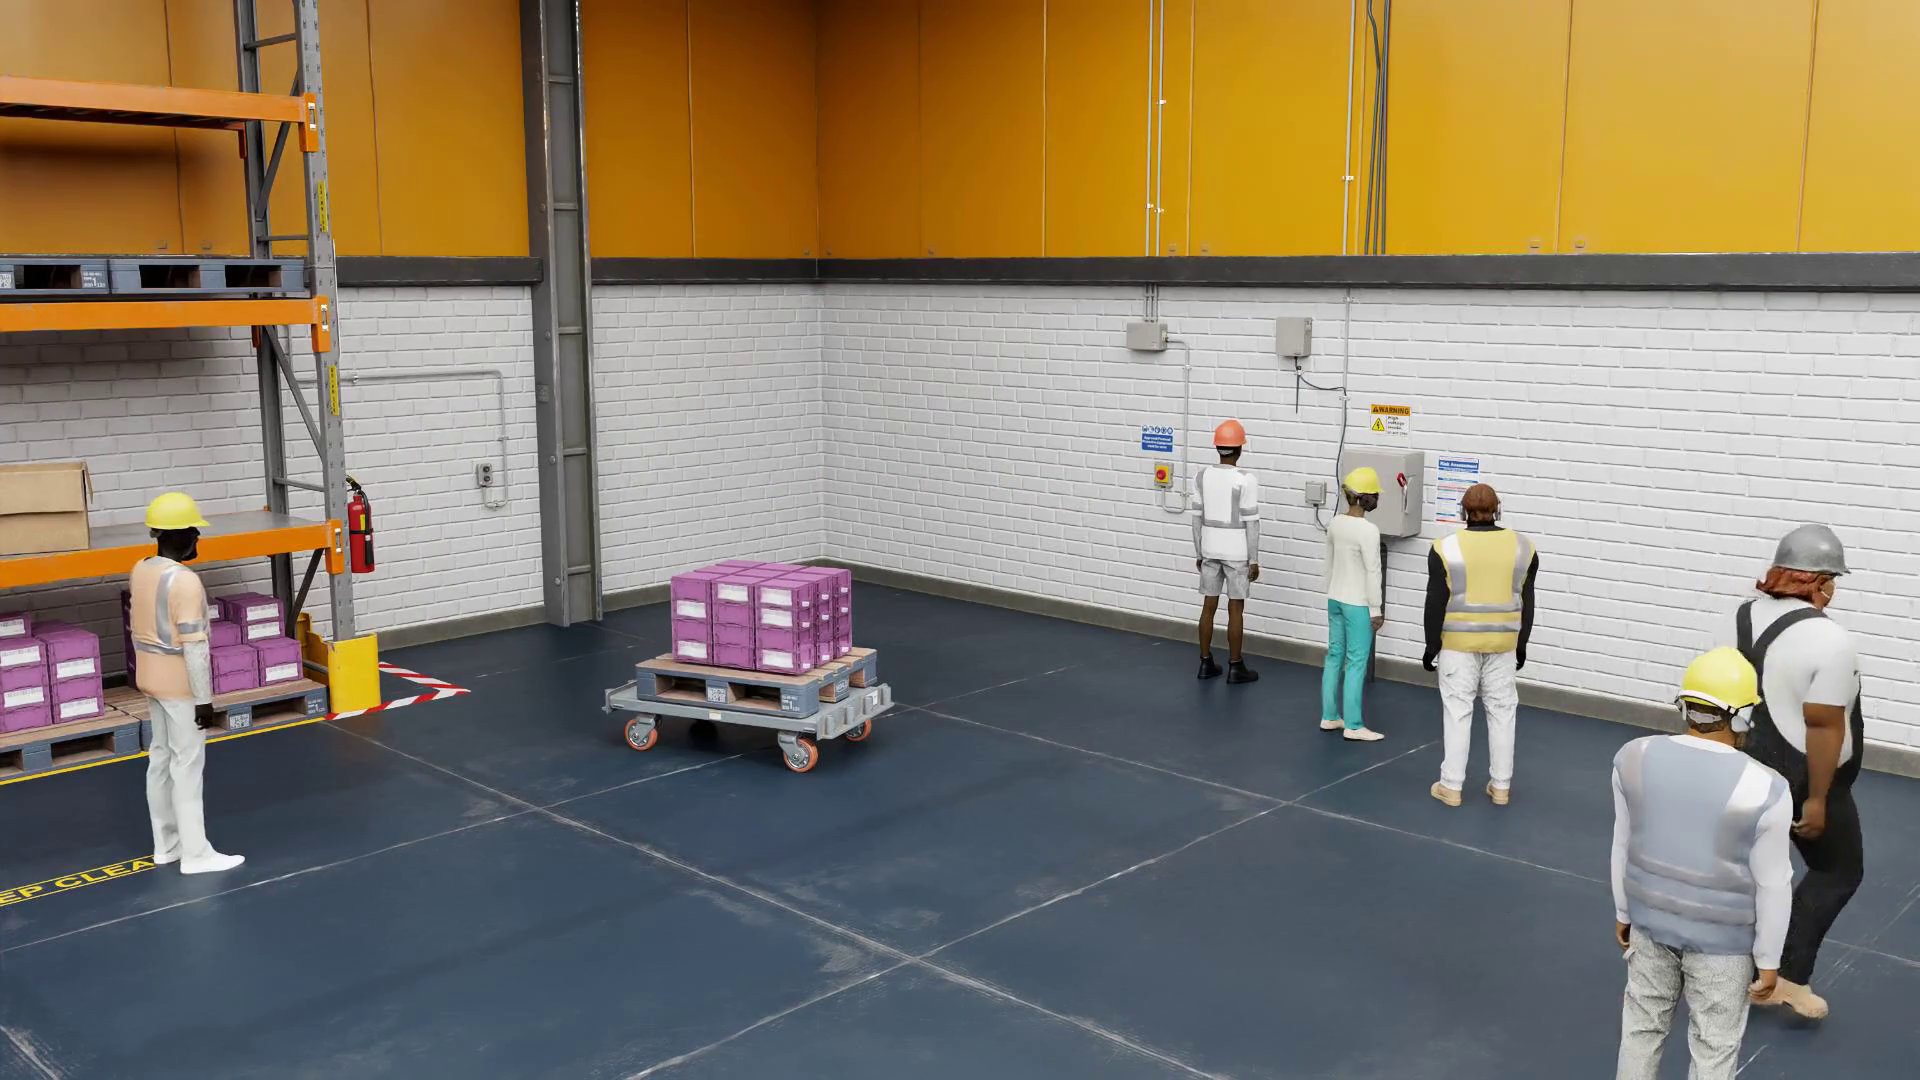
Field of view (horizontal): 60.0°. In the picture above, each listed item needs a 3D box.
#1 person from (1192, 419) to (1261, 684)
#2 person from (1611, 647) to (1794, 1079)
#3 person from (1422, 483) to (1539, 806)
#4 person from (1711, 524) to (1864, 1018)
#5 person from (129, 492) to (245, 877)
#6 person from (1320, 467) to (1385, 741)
[{"bbox_3d":[1.962,0.086,12.198,0.550,1.942,0.346,8,12,40],"label":"person"},{"bbox_3d":[2.414,1.250,5.445,0.404,1.824,0.585,-8,12,-41],"label":"person"},{"bbox_3d":[2.919,0.595,9.413,0.623,1.837,0.430,0,9,0],"label":"person"},{"bbox_3d":[3.340,0.928,6.736,0.542,2.000,0.703,-3,10,-16],"label":"person"},{"bbox_3d":[-3.925,0.718,8.367,0.589,1.927,0.386,7,12,39],"label":"person"},{"bbox_3d":[2.563,0.409,10.761,0.326,1.767,0.533,-4,10,-21],"label":"person"}]
